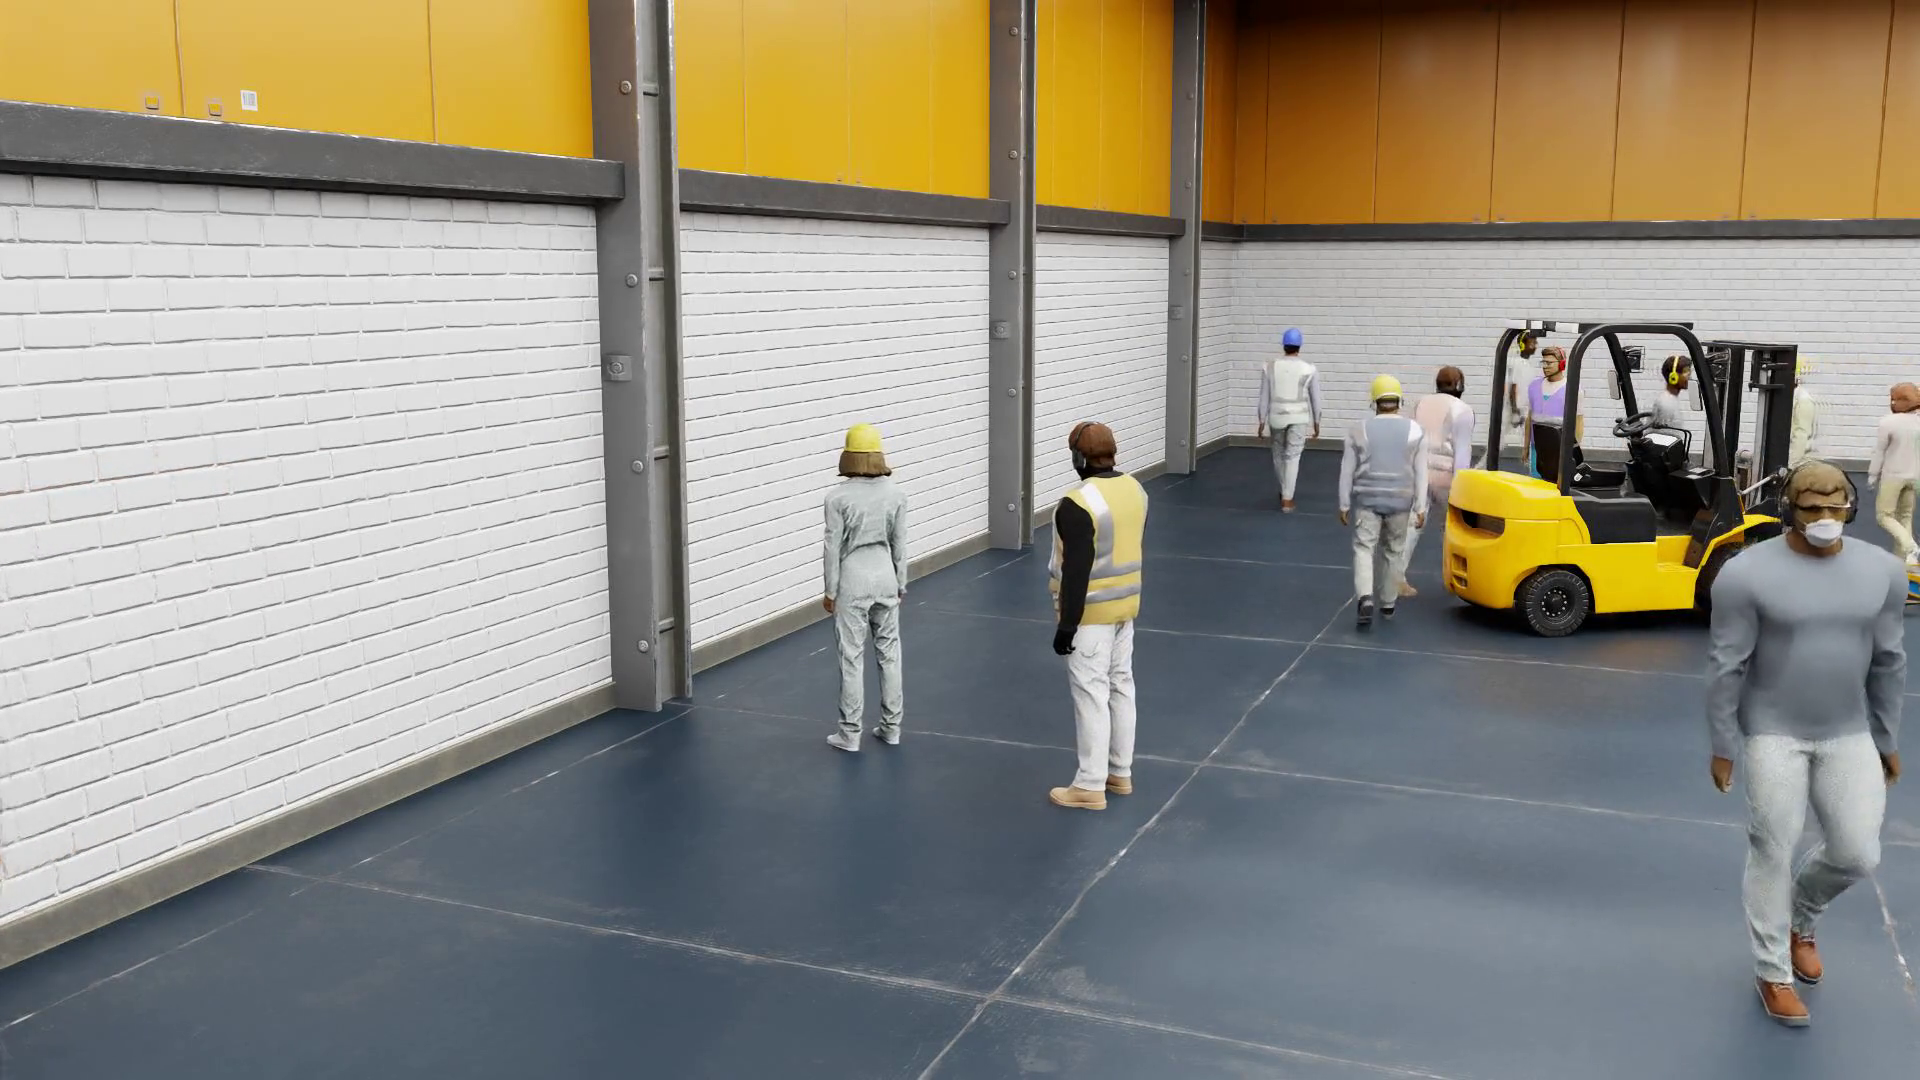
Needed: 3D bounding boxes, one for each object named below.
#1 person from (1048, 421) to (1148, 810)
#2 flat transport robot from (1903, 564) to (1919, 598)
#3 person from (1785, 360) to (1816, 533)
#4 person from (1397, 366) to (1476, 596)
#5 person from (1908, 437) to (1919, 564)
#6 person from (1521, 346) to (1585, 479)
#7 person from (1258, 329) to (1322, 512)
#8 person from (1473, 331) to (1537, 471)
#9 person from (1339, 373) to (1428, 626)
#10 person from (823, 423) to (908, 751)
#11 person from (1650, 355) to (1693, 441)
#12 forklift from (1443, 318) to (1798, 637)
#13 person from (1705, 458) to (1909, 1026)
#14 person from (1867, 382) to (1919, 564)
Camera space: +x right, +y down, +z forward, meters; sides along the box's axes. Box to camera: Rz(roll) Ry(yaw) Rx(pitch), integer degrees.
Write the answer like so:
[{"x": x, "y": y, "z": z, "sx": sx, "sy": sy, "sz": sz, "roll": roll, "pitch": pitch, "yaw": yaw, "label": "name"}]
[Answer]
[{"x": 0.634, "y": 0.355, "z": 7.906, "sx": 0.430, "sy": 1.840, "sz": 0.624, "roll": 7, "pitch": 12, "yaw": 36, "label": "person"}, {"x": 7.566, "y": 0.365, "z": 12.578, "sx": 0.652, "sy": 0.197, "sz": 1.431, "roll": 0, "pitch": 9, "yaw": 1, "label": "flat transport robot"}, {"x": 7.084, "y": -0.703, "z": 14.394, "sx": 0.561, "sy": 1.805, "sz": 0.623, "roll": 0, "pitch": 9, "yaw": -2, "label": "person"}, {"x": 3.723, "y": -0.451, "z": 12.950, "sx": 0.987, "sy": 1.785, "sz": 0.658, "roll": -7, "pitch": 11, "yaw": -35, "label": "person"}, {"x": 7.614, "y": -0.368, "z": 12.941, "sx": 0.509, "sy": 1.622, "sz": 0.414, "roll": -3, "pitch": 10, "yaw": -19, "label": "person"}, {"x": 5.341, "y": -0.820, "z": 14.998, "sx": 0.373, "sy": 1.843, "sz": 0.571, "roll": -7, "pitch": 11, "yaw": -34, "label": "person"}, {"x": 3.501, "y": -1.273, "z": 17.602, "sx": 0.644, "sy": 1.888, "sz": 1.014, "roll": 4, "pitch": 10, "yaw": 23, "label": "person"}, {"x": 6.461, "y": -1.526, "z": 19.370, "sx": 0.522, "sy": 1.827, "sz": 0.980, "roll": -9, "pitch": 13, "yaw": -43, "label": "person"}, {"x": 3.013, "y": -0.282, "z": 11.849, "sx": 0.610, "sy": 1.810, "sz": 0.762, "roll": 2, "pitch": 10, "yaw": 10, "label": "person"}, {"x": -0.512, "y": 0.248, "z": 8.863, "sx": 0.481, "sy": 1.738, "sz": 0.315, "roll": -6, "pitch": 11, "yaw": -31, "label": "person"}, {"x": 5.790, "y": -0.610, "z": 13.740, "sx": 0.764, "sy": 1.847, "sz": 0.539, "roll": 4, "pitch": 10, "yaw": 22, "label": "person"}, {"x": 4.706, "y": -0.497, "z": 11.990, "sx": 2.313, "sy": 2.155, "sz": 1.214, "roll": -2, "pitch": 10, "yaw": -10, "label": "forklift"}, {"x": 2.863, "y": 0.678, "z": 5.669, "sx": 0.656, "sy": 1.928, "sz": 0.454, "roll": 1, "pitch": 9, "yaw": 6, "label": "person"}, {"x": 7.780, "y": -0.494, "z": 13.700, "sx": 0.521, "sy": 1.616, "sz": 0.639, "roll": -1, "pitch": 9, "yaw": -5, "label": "person"}]
